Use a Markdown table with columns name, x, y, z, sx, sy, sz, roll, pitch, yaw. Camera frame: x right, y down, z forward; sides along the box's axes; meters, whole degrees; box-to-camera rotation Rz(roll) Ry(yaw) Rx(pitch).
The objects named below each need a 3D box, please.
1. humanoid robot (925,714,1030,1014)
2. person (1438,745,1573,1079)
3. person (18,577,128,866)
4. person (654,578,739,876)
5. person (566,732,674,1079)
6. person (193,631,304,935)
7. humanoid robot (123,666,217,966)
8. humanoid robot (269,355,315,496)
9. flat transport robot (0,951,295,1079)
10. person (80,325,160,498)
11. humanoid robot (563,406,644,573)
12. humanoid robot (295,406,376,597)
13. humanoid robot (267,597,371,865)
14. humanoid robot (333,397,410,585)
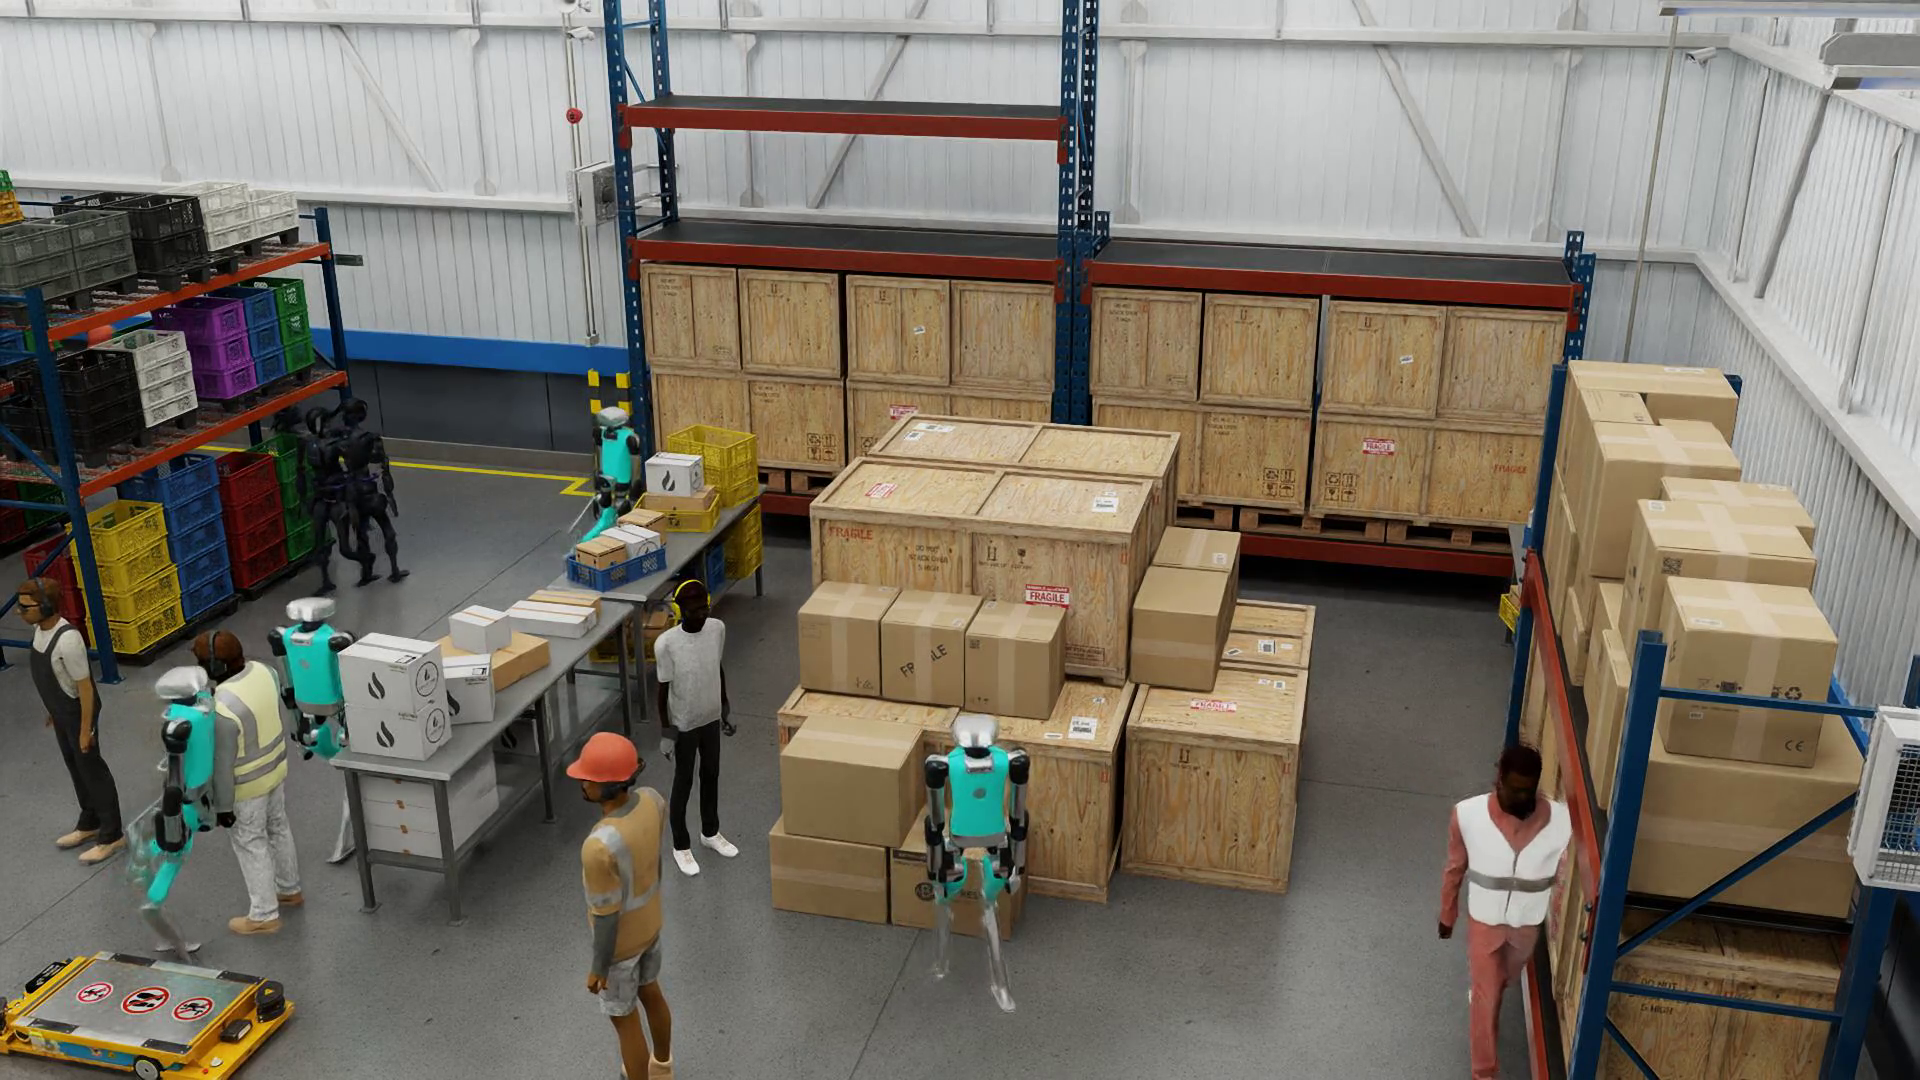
| name | x | y | z | sx | sy | sz | roll | pitch | yaw |
| --- | --- | --- | --- | --- | --- | --- | --- | --- | --- |
| humanoid robot | 0.062 | 1.648 | 8.783 | 0.530 | 1.847 | 0.789 | -2 | 21 | -5 |
| person | 2.637 | 1.805 | 8.075 | 0.594 | 1.872 | 0.980 | 2 | 21 | 5 |
| person | -5.364 | 1.076 | 10.021 | 0.505 | 1.846 | 0.351 | 18 | 28 | 39 |
| person | -1.568 | 1.093 | 9.947 | 0.529 | 1.868 | 0.309 | -20 | 28 | -41 |
| person | -1.586 | 1.822 | 7.793 | 0.366 | 2.044 | 0.613 | 6 | 22 | 15 |
| person | -3.999 | 1.351 | 9.327 | 0.429 | 1.833 | 0.633 | 2 | 21 | 5 |
| humanoid robot | -4.329 | 1.560 | 9.008 | 0.782 | 1.843 | 0.536 | -1 | 21 | -3 |
| humanoid robot | -6.469 | -1.138 | 16.053 | 0.498 | 1.643 | 0.613 | -14 | 25 | -32 |
| flat transport robot | -4.270 | 2.464 | 8.601 | 1.431 | 0.231 | 0.659 | 5 | 22 | 13 |
| person | -7.630 | -0.991 | 15.184 | 0.607 | 2.031 | 0.404 | -3 | 21 | -8 |
| humanoid robot | -2.951 | -0.142 | 13.438 | 0.533 | 1.783 | 0.971 | 16 | 26 | 36 |
| humanoid robot | -5.292 | -0.356 | 14.023 | 0.609 | 1.635 | 0.601 | 6 | 22 | 16 |
| humanoid robot | -3.706 | 1.094 | 10.066 | 0.541 | 1.758 | 0.670 | 5 | 21 | 12 |
| humanoid robot | -5.061 | -0.426 | 14.179 | 0.610 | 1.657 | 0.399 | 7 | 22 | 17 |
